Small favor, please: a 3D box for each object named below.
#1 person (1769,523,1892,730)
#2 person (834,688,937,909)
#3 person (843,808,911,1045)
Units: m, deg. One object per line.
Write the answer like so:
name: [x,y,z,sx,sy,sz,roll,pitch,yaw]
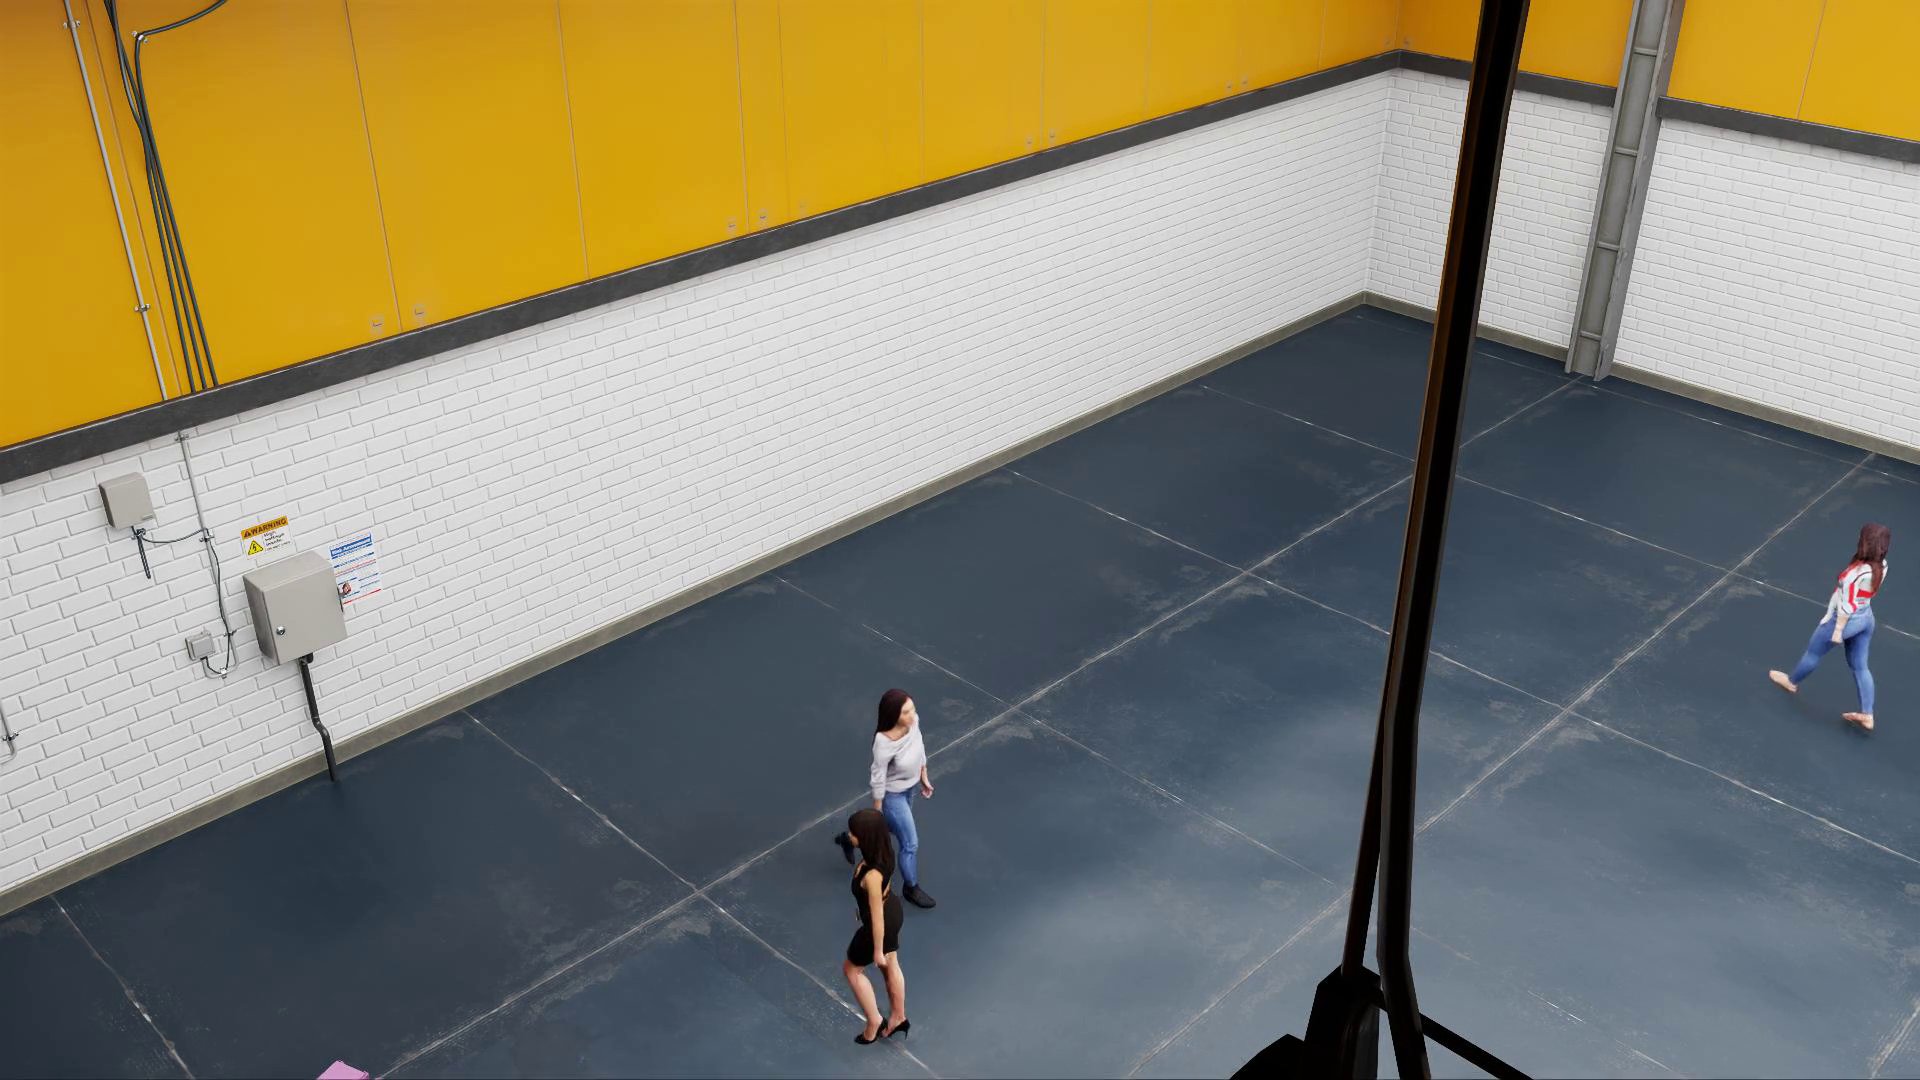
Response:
person: [6.605,0.655,12.212,0.825,1.568,1.162,-15,32,-25]
person: [-0.474,1.585,10.476,1.091,1.600,0.826,13,31,22]
person: [-0.368,2.188,9.334,0.732,1.634,0.682,4,29,8]
